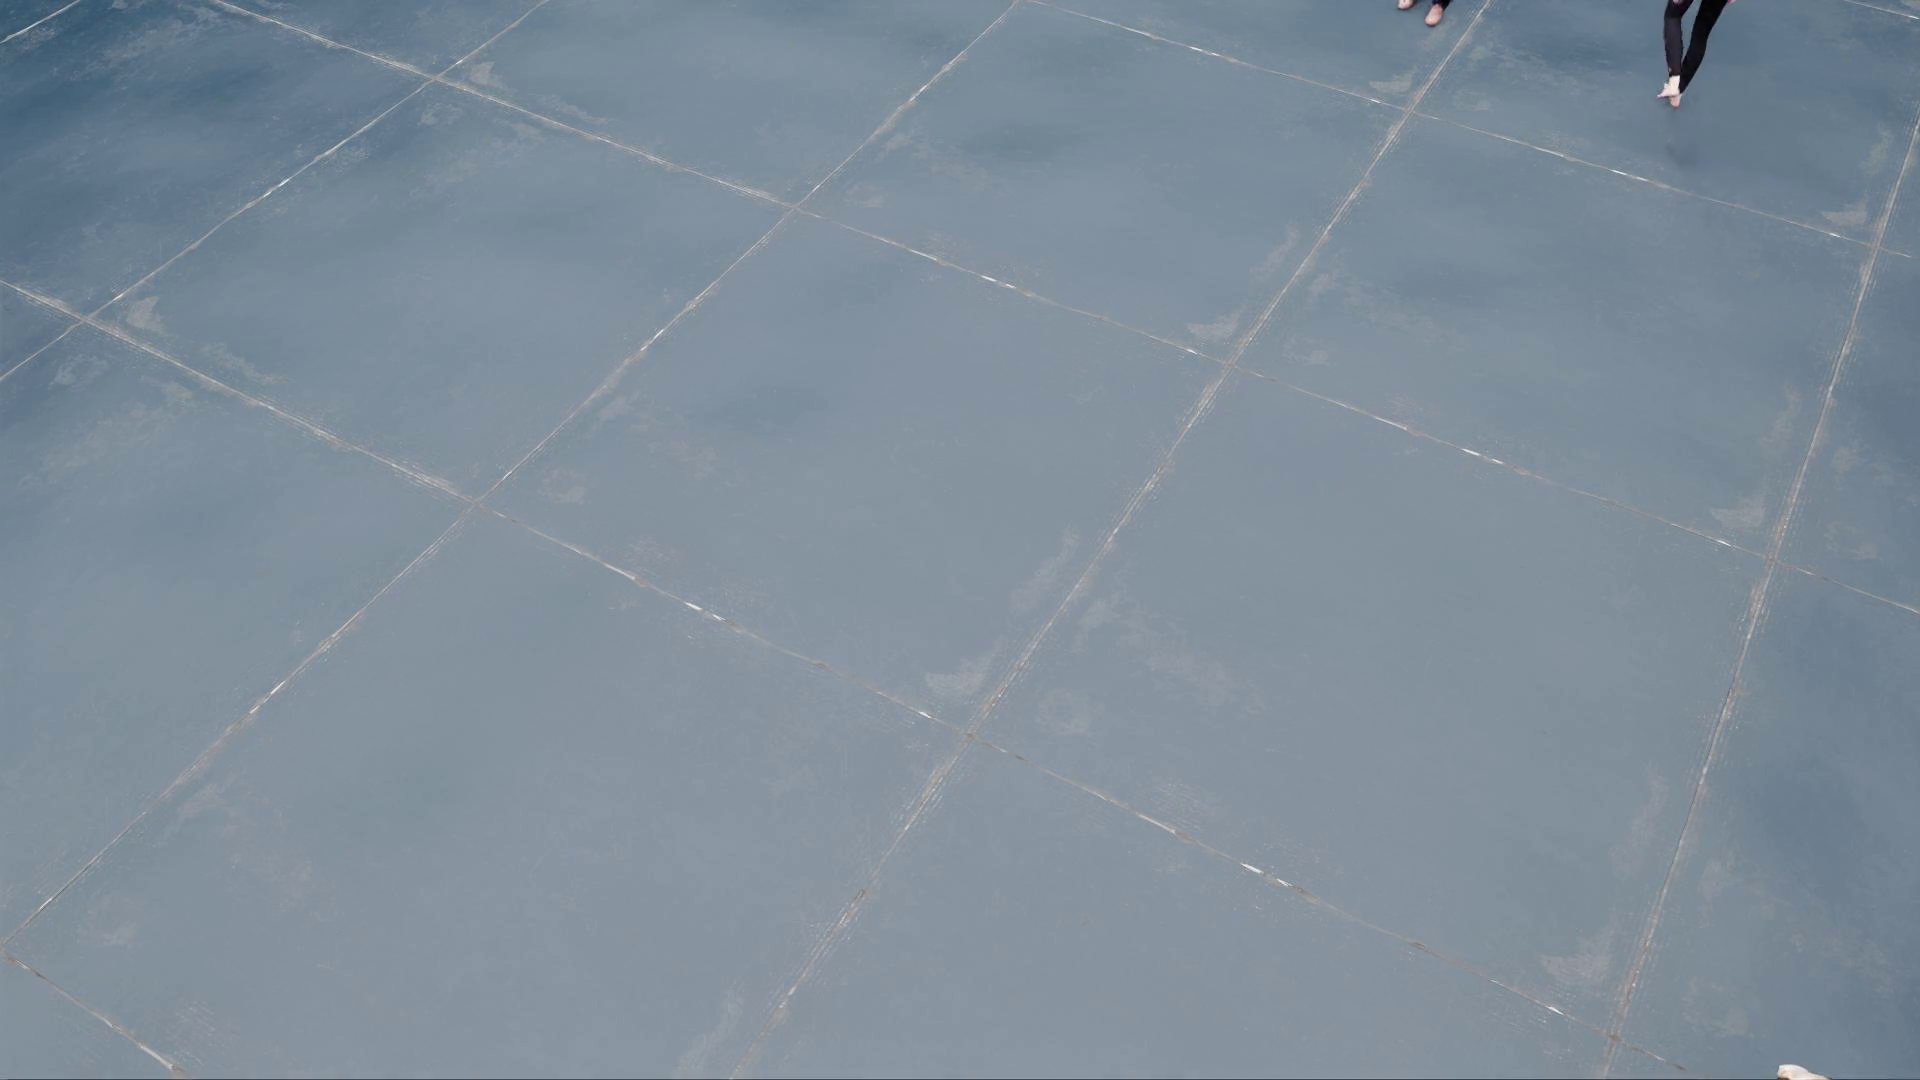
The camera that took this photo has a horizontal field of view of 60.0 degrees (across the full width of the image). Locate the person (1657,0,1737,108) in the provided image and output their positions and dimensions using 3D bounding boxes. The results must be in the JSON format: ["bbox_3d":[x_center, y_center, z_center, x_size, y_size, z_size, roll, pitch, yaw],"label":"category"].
[{"bbox_3d":[4.813,-3.522,10.642,0.722,1.735,0.769,4,47,3],"label":"person"}]
